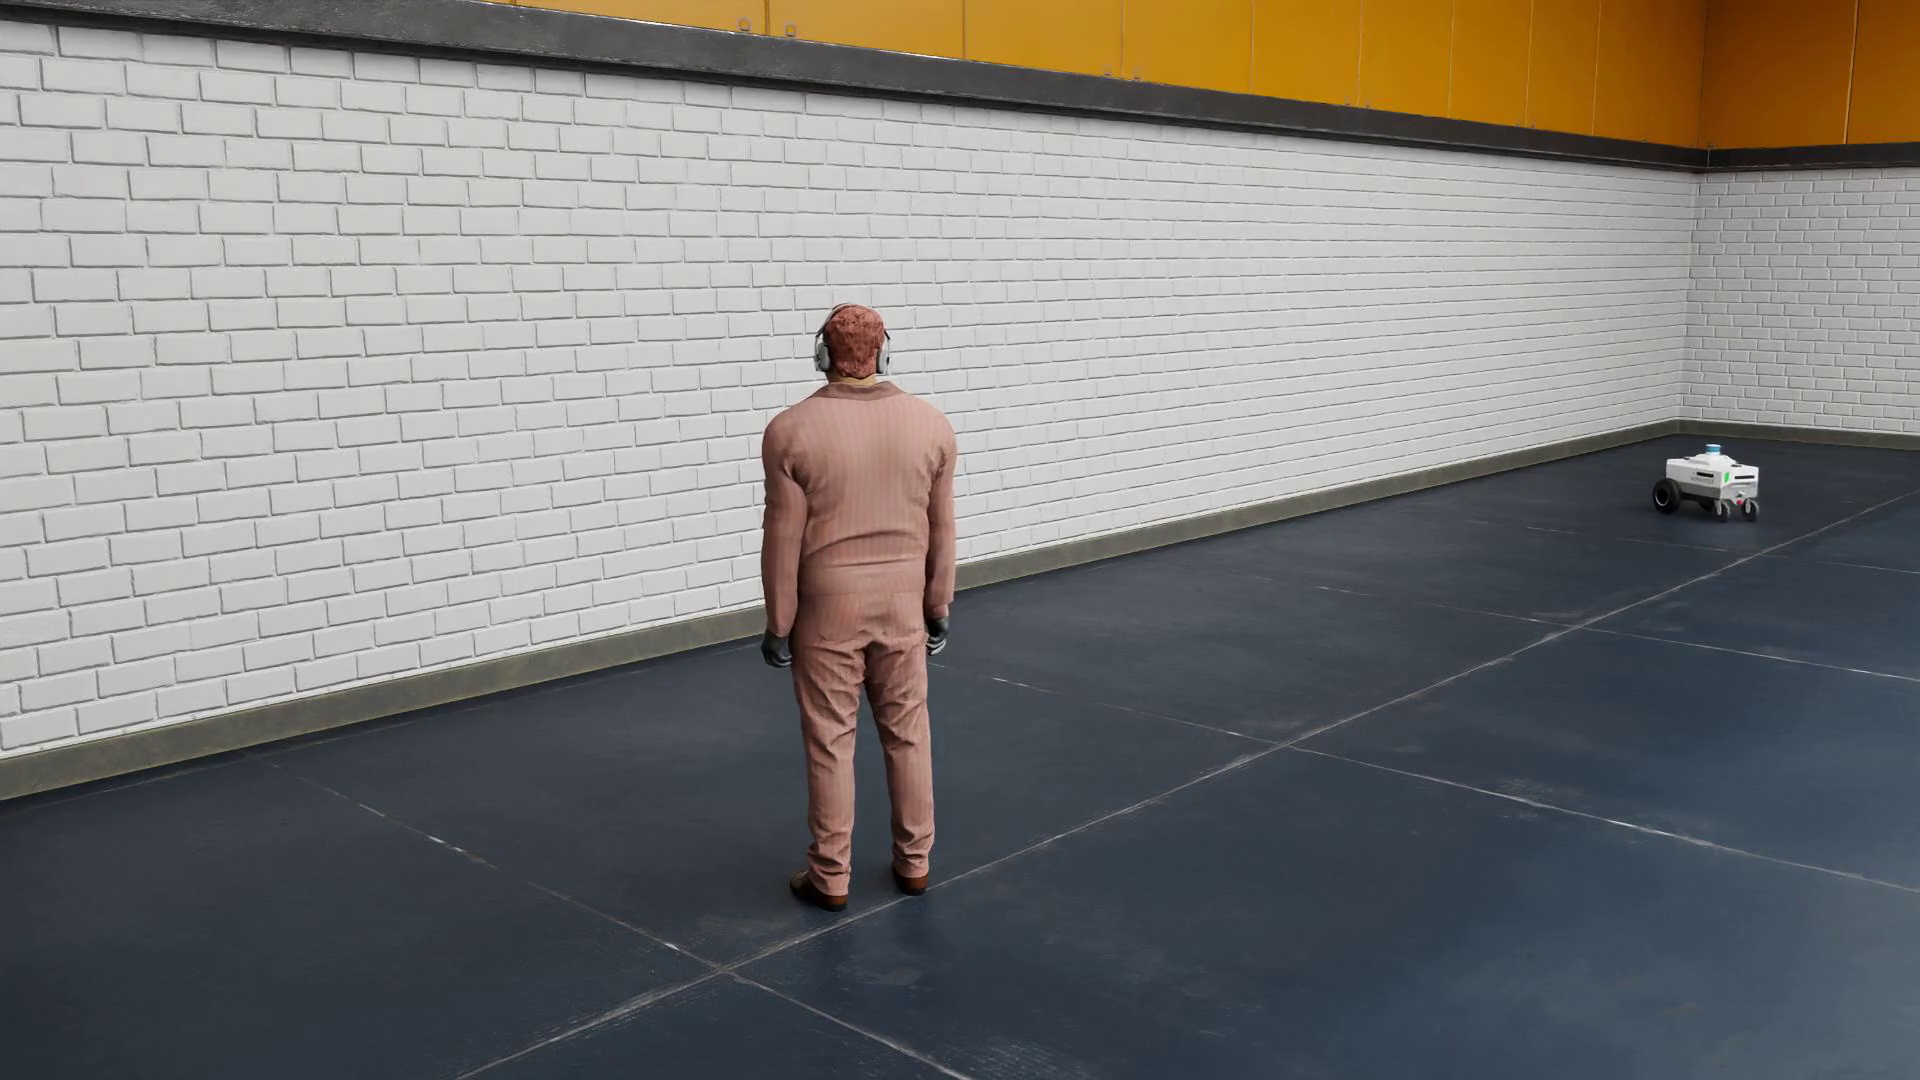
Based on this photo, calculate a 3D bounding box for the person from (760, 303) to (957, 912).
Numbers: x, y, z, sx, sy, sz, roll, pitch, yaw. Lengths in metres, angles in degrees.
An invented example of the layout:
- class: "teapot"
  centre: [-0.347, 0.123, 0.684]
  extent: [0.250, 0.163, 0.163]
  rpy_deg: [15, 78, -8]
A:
- class: "person"
  centre: [-0.330, 0.211, 5.262]
  extent: [0.651, 1.906, 0.403]
  rpy_deg: [-5, 11, -24]

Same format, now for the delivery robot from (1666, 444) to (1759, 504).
- class: "delivery robot"
  centre: [5.798, -0.494, 12.830]
  extent: [0.477, 0.478, 0.707]
  rpy_deg: [-3, 10, -16]
